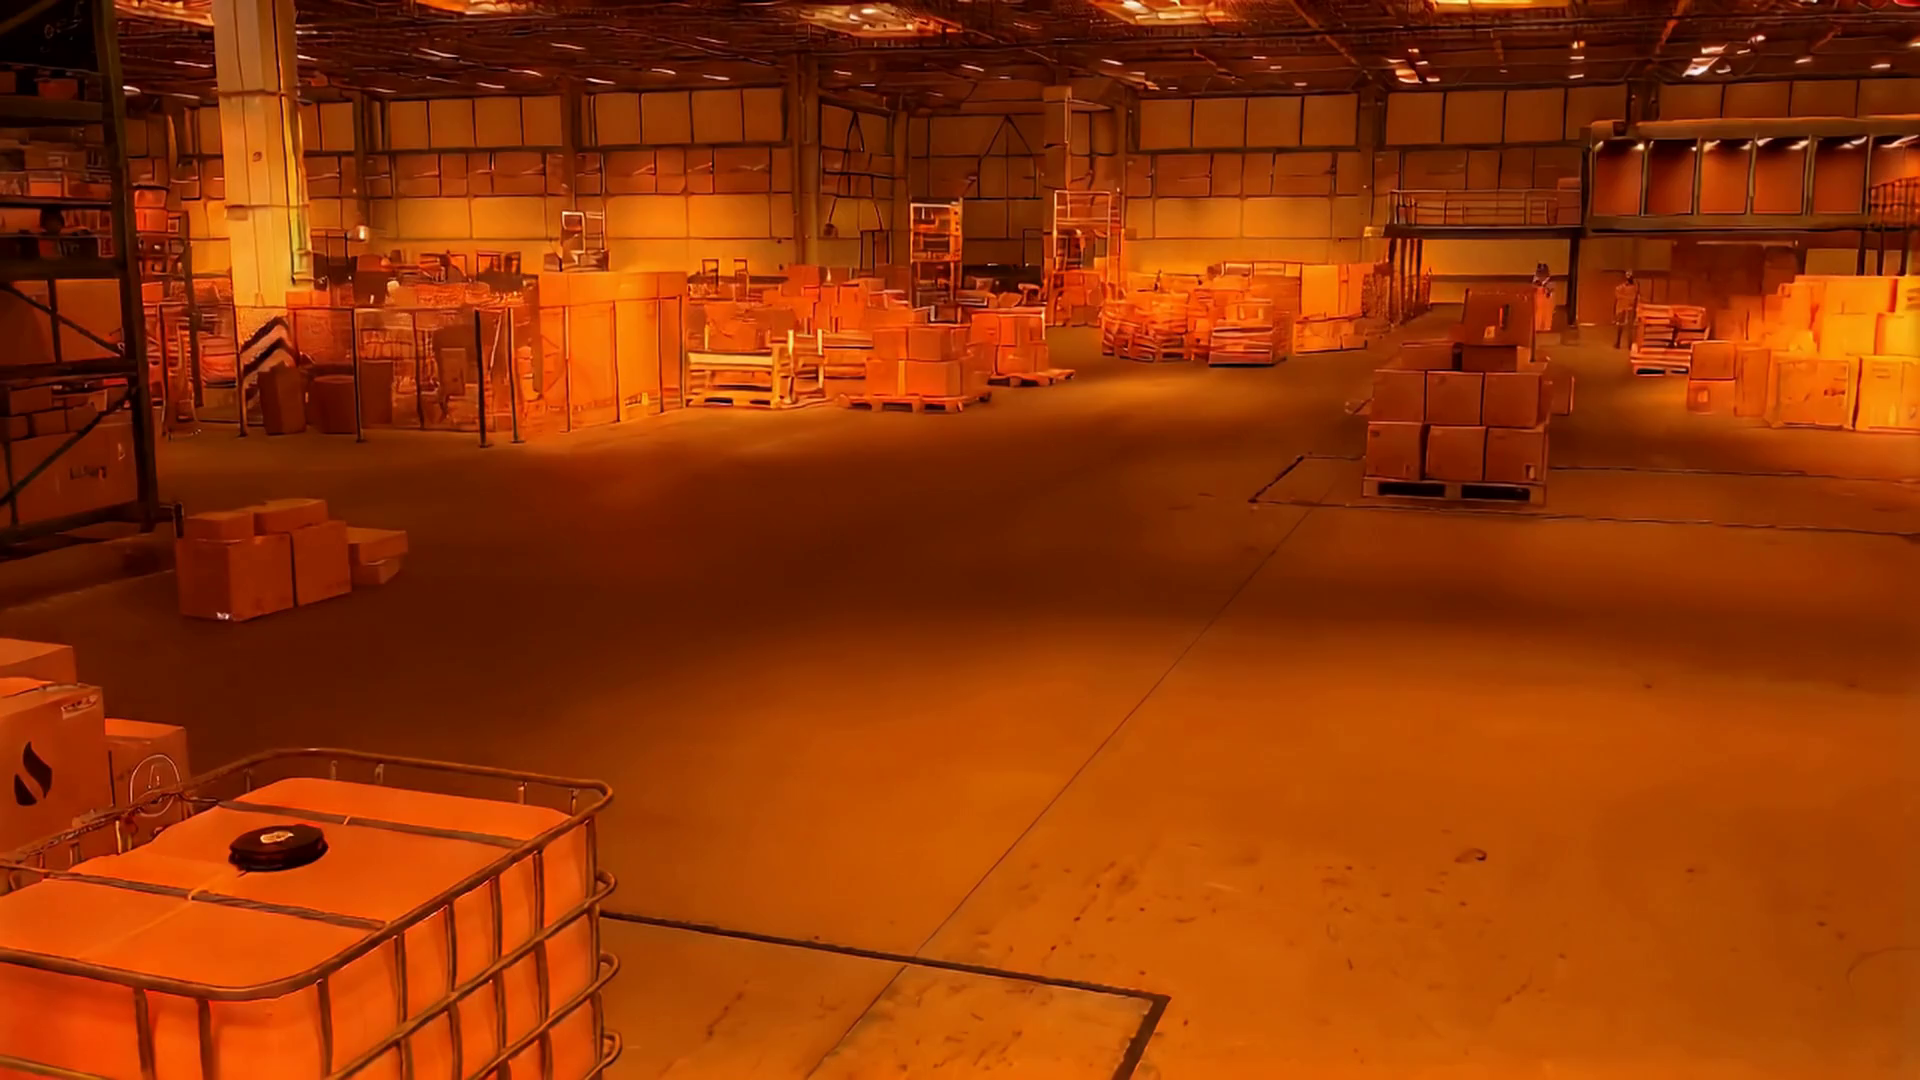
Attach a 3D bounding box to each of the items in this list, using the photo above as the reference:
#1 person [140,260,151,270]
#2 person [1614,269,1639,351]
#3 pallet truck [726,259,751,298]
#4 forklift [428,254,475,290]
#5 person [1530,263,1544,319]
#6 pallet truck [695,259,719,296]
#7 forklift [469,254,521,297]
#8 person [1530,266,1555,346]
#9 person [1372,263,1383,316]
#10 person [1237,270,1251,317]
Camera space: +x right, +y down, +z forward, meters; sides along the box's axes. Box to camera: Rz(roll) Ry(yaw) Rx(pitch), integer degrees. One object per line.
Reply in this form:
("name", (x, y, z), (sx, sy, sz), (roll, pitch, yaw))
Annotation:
("person", (-33.360, -10.571, 68.207), (0.646, 1.949, 0.970), (-9, 14, -42))
("person", (15.782, -5.447, 39.403), (0.545, 1.938, 0.362), (2, 10, 12))
("pallet truck", (-7.986, -9.493, 62.019), (0.823, 1.965, 1.885), (3, 11, 17))
("forklift", (-20.133, -10.254, 65.465), (1.157, 1.987, 2.680), (3, 11, 19))
("person", (19.593, -8.423, 56.325), (0.613, 1.883, 0.953), (2, 10, 12))
("pallet truck", (-9.165, -9.627, 62.776), (0.823, 1.965, 1.885), (4, 11, 23))
("forklift", (-17.990, -10.121, 64.684), (1.157, 1.987, 2.680), (3, 11, 17))
("person", (14.493, -5.863, 41.458), (0.693, 2.000, 1.022), (8, 13, 37))
("person", (14.673, -8.785, 58.360), (0.355, 1.882, 0.575), (-3, 11, -17))
("person", (8.578, -7.244, 50.088), (0.537, 1.741, 0.746), (8, 13, 38))
